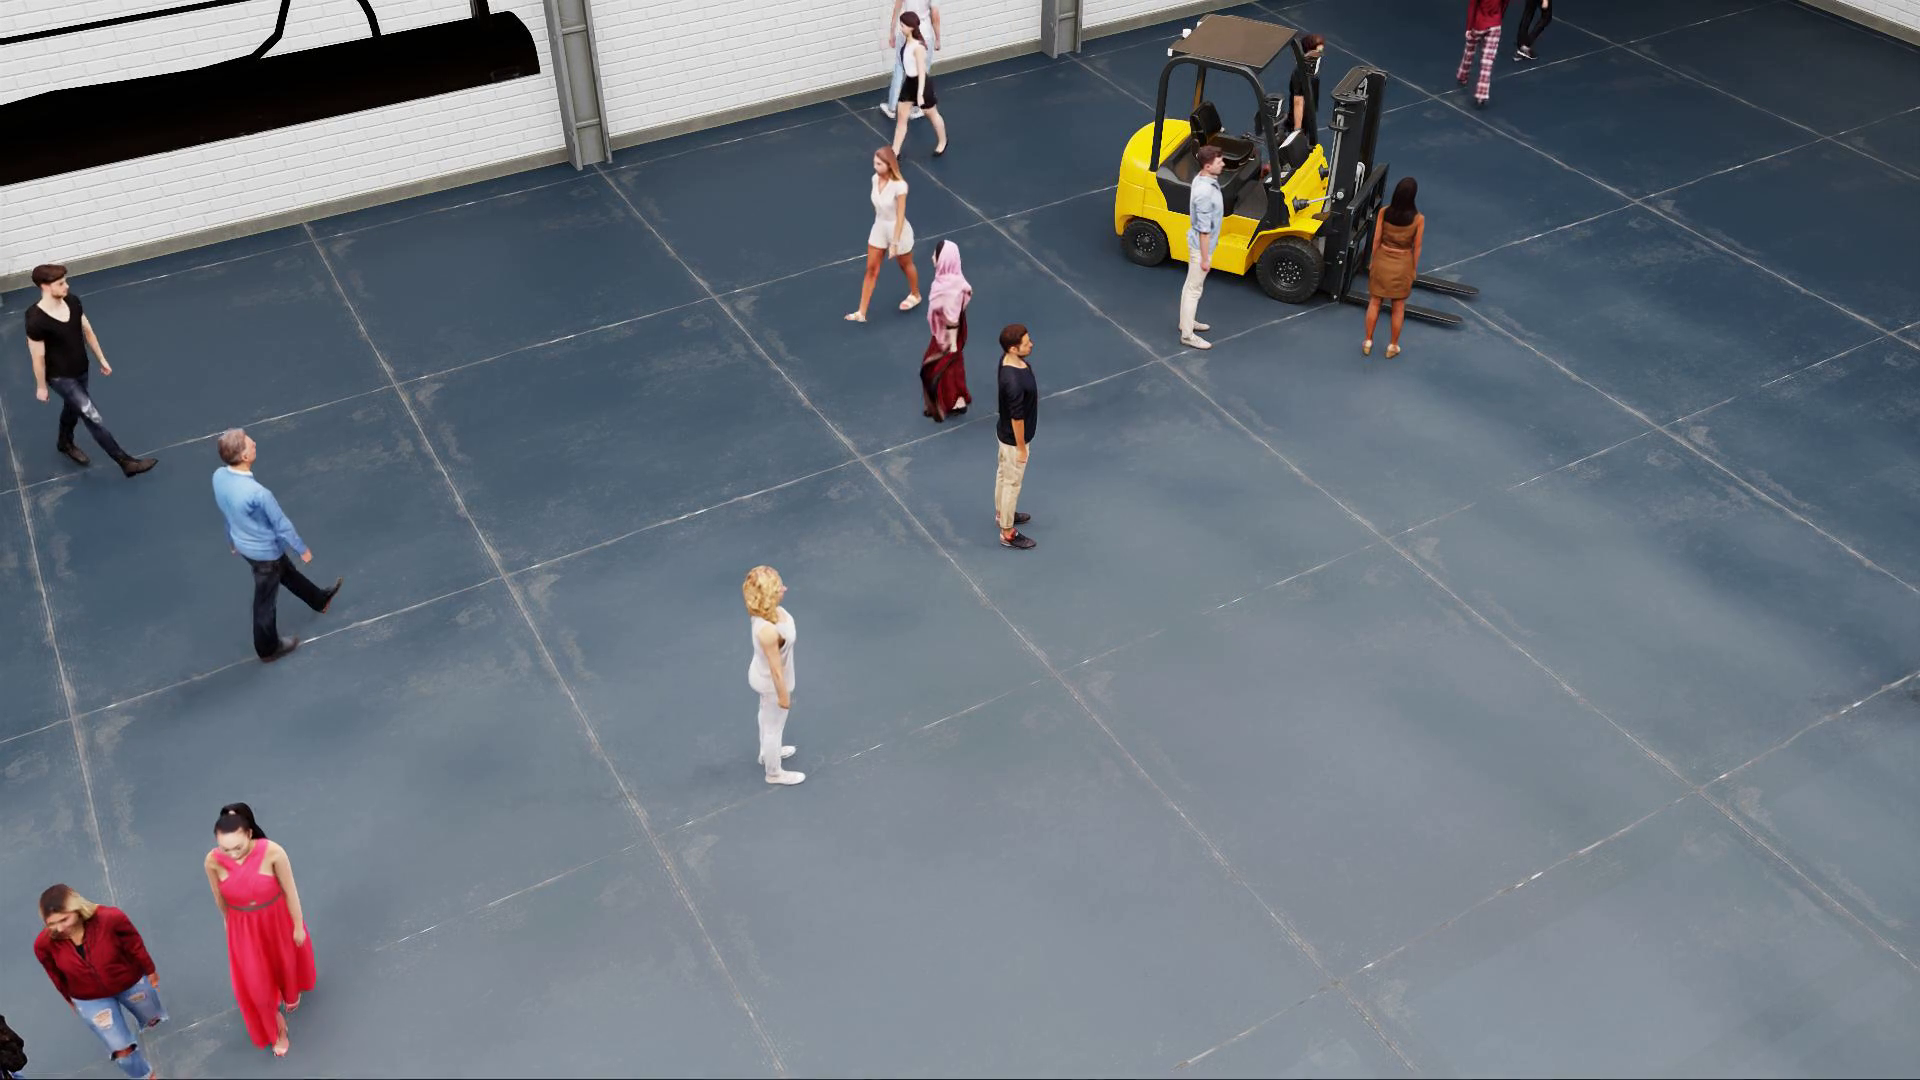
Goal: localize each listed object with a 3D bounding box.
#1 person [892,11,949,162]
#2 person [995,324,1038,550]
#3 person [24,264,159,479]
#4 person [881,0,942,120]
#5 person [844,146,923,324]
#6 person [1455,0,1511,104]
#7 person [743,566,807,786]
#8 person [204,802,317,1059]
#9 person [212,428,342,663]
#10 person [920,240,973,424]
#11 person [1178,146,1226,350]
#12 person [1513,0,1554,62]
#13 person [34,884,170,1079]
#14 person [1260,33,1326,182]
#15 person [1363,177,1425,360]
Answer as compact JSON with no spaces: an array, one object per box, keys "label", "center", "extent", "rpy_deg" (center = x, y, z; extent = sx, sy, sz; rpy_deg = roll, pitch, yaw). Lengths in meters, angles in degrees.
[{"label":"person","center":[-0.374,-4.712,17.388],"extent":[1.044,1.596,0.672],"rpy_deg":[-22,44,-25]},{"label":"person","center":[0.391,-0.784,12.258],"extent":[0.672,1.860,0.702],"rpy_deg":[-3,39,-4]},{"label":"person","center":[-7.018,-1.311,12.924],"extent":[1.304,1.854,1.235],"rpy_deg":[12,40,15]},{"label":"person","center":[-0.535,-5.472,18.162],"extent":[0.943,1.818,0.958],"rpy_deg":[5,39,7]},{"label":"person","center":[-0.542,-2.742,14.881],"extent":[0.850,1.647,1.181],"rpy_deg":[27,46,30]},{"label":"person","center":[5.904,-5.715,18.600],"extent":[1.115,1.651,1.069],"rpy_deg":[2,39,3]},{"label":"person","center":[-1.185,0.832,10.387],"extent":[0.623,1.669,0.654],"rpy_deg":[-10,40,-12]},{"label":"person","center":[-3.719,1.970,8.938],"extent":[0.835,1.700,0.788],"rpy_deg":[-8,39,-10]},{"label":"person","center":[-4.797,0.085,11.235],"extent":[0.964,1.780,1.165],"rpy_deg":[24,44,27]},{"label":"person","center":[-0.019,-1.707,13.603],"extent":[0.813,1.624,0.774],"rpy_deg":[-2,39,-2]},{"label":"person","center":[2.102,-2.580,14.518],"extent":[0.760,1.847,0.733],"rpy_deg":[4,39,5]},{"label":"person","center":[6.704,-6.406,19.476],"extent":[0.592,1.638,0.621],"rpy_deg":[-13,40,-15]},{"label":"person","center":[-4.418,2.276,8.628],"extent":[0.906,1.609,0.669],"rpy_deg":[-20,43,-23]},{"label":"person","center":[3.266,-4.112,16.443],"extent":[1.165,1.838,1.222],"rpy_deg":[17,42,21]},{"label":"person","center":[3.733,-2.344,14.348],"extent":[0.637,1.689,0.671],"rpy_deg":[16,41,19]}]
